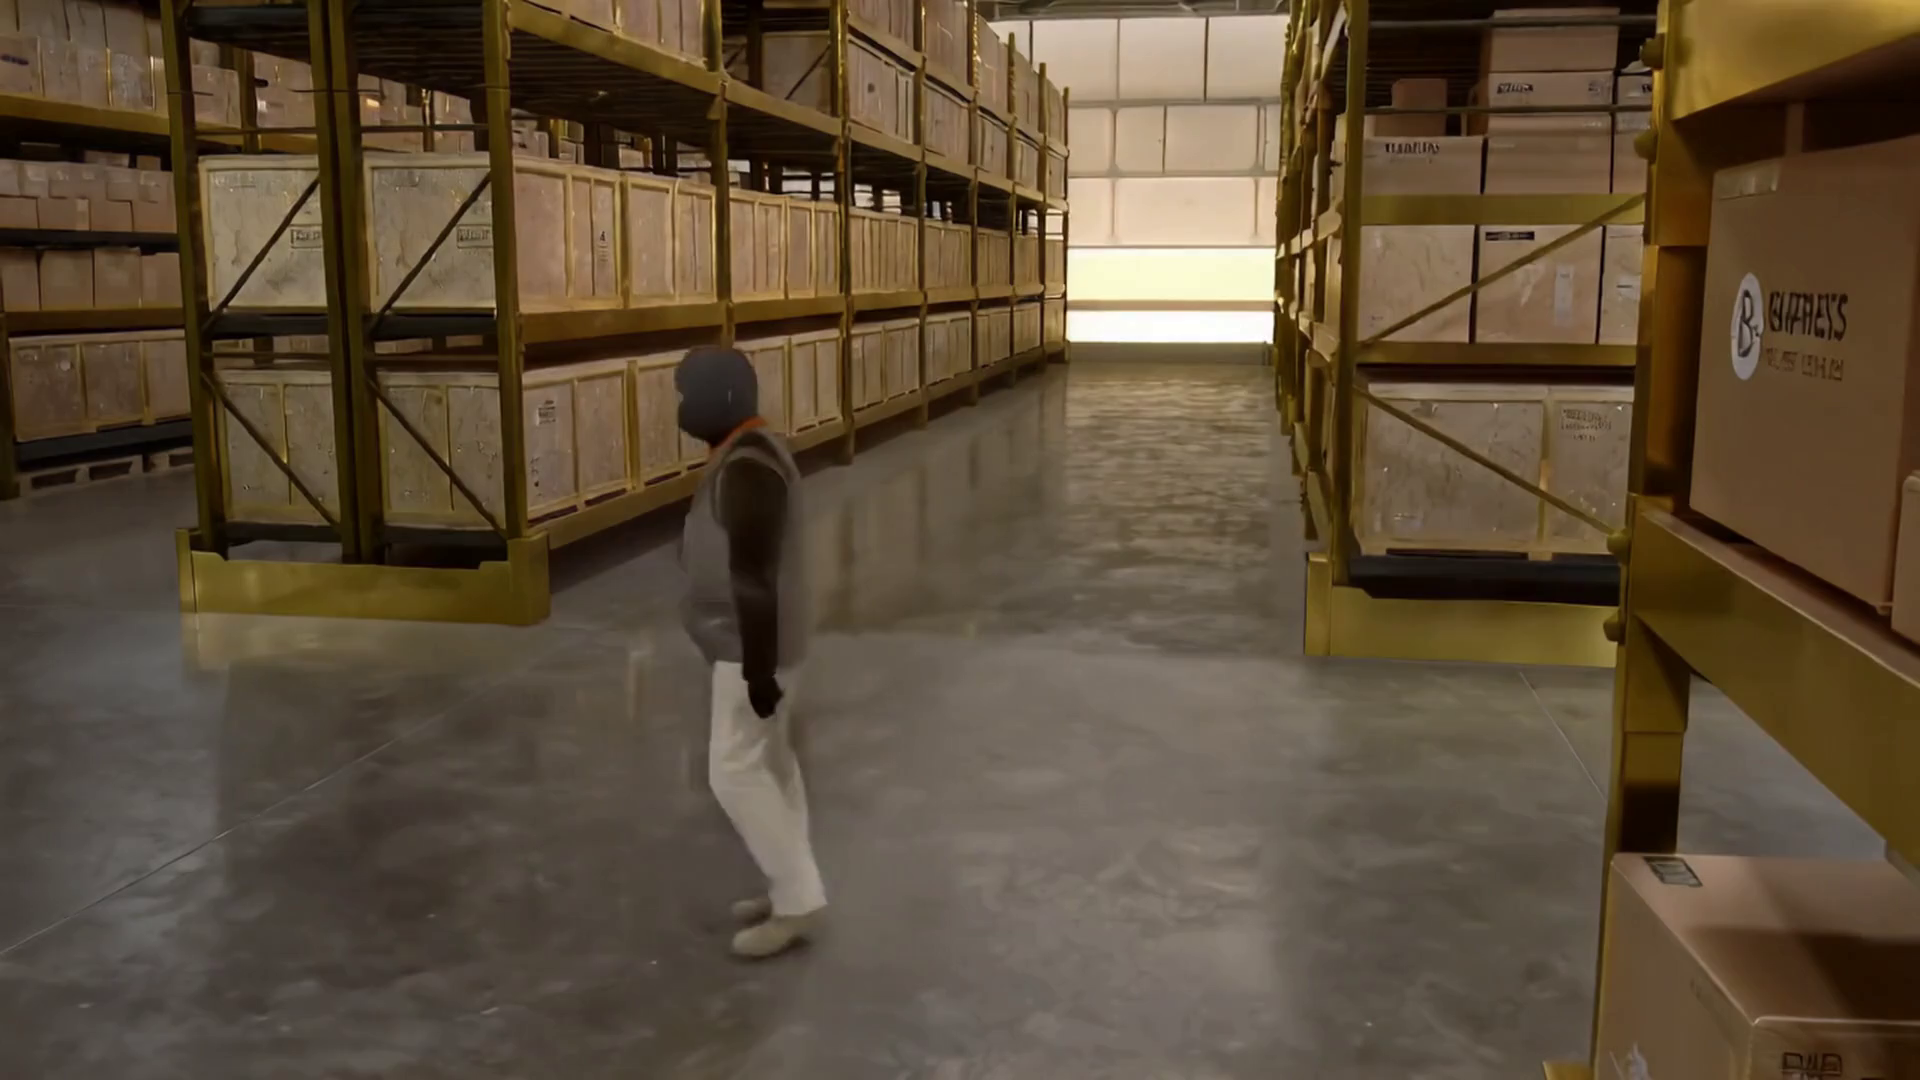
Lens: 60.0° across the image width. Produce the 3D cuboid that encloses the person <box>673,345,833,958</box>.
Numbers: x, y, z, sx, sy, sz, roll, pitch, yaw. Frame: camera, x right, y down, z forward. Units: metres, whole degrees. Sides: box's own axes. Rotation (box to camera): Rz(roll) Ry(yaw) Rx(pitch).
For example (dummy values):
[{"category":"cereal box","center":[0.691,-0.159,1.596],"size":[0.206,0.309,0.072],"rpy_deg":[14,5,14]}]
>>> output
[{"category":"person","center":[-0.631,0.322,5.025],"size":[0.450,1.813,0.656],"rpy_deg":[-1,9,-4]}]
